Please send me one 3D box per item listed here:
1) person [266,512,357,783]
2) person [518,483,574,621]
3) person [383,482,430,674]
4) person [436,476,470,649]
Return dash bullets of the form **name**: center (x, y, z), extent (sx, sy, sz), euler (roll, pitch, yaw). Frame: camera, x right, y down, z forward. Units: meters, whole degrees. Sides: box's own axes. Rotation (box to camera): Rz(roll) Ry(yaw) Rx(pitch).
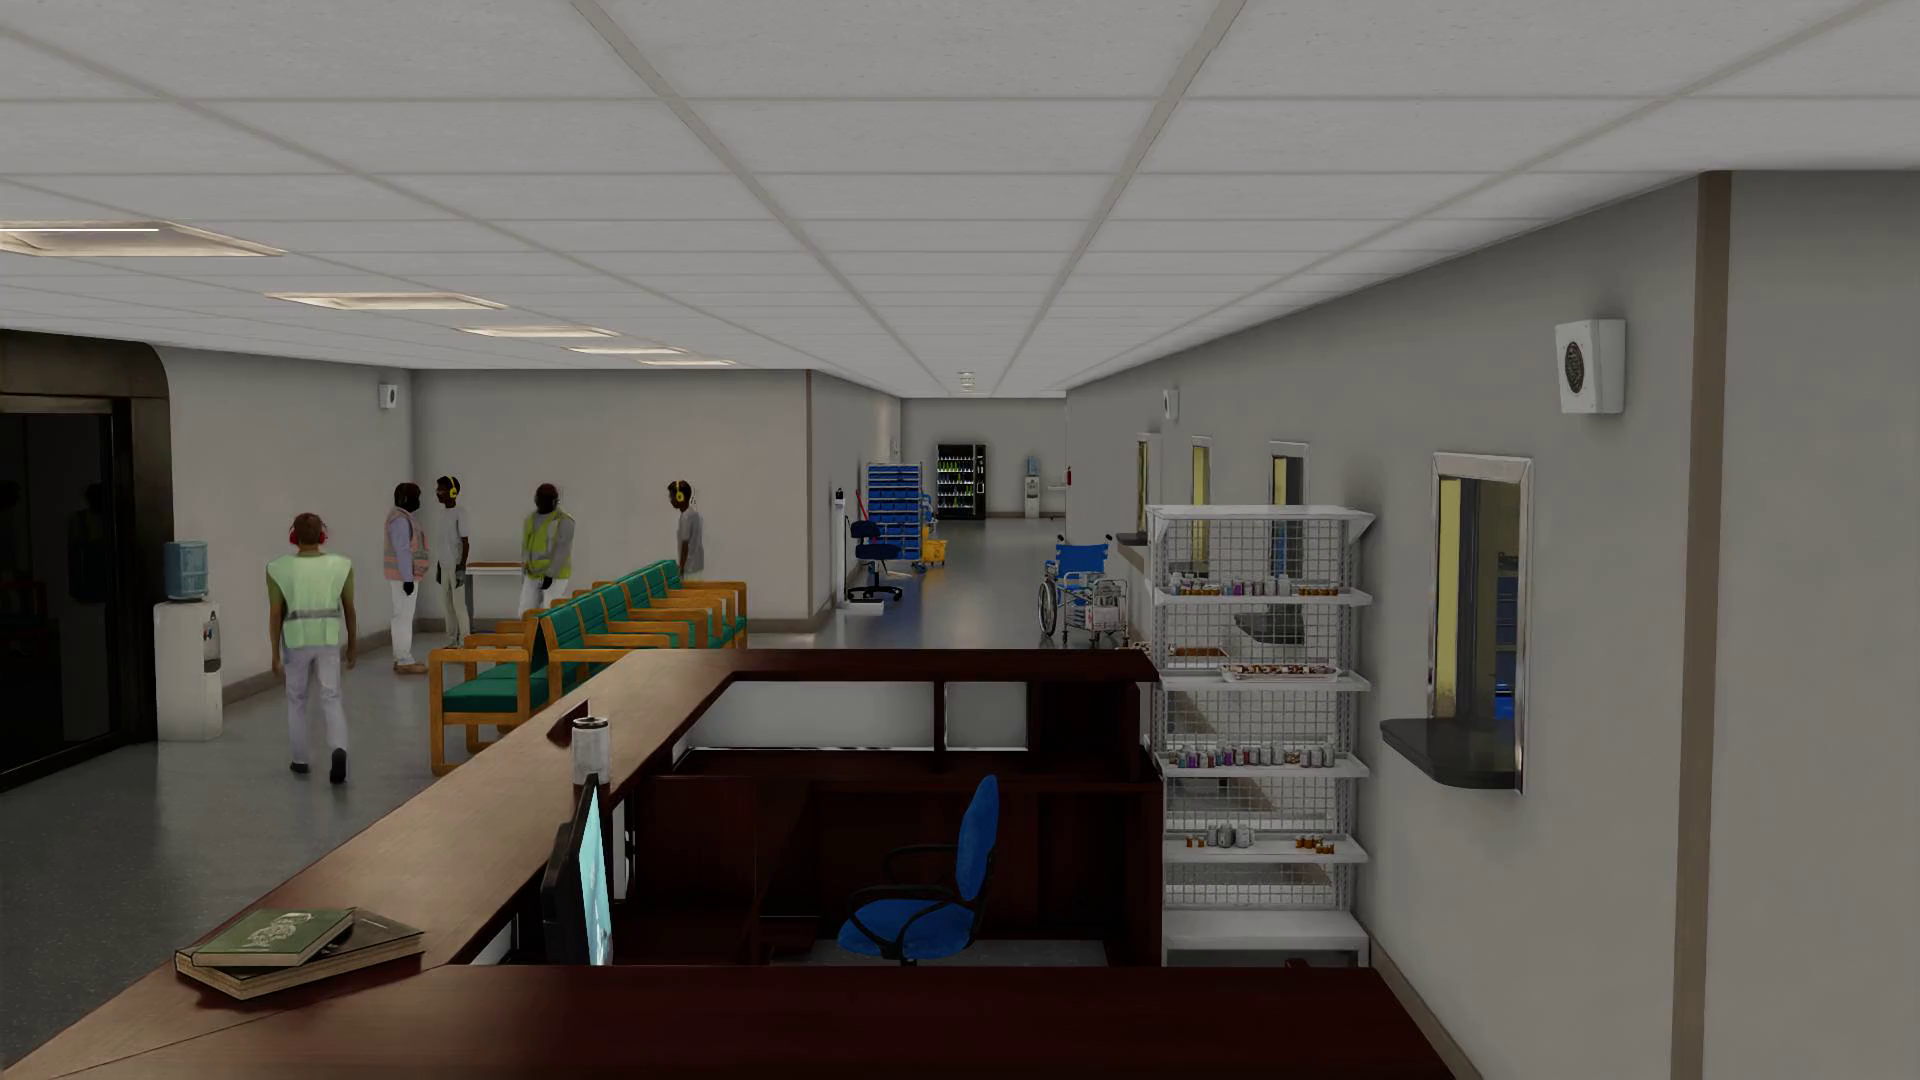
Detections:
- **person**: center (-4.342, 0.721, 11.206), extent (0.575, 1.816, 0.869), euler (-3, 5, -32)
- **person**: center (-4.060, 0.360, 16.152), extent (0.638, 1.828, 0.523), euler (2, 5, 30)
- **person**: center (-5.309, 0.366, 15.973), extent (0.430, 1.839, 0.619), euler (-2, 4, -21)
- **person**: center (-5.162, 0.286, 16.846), extent (0.515, 1.872, 0.328), euler (4, 6, 44)
